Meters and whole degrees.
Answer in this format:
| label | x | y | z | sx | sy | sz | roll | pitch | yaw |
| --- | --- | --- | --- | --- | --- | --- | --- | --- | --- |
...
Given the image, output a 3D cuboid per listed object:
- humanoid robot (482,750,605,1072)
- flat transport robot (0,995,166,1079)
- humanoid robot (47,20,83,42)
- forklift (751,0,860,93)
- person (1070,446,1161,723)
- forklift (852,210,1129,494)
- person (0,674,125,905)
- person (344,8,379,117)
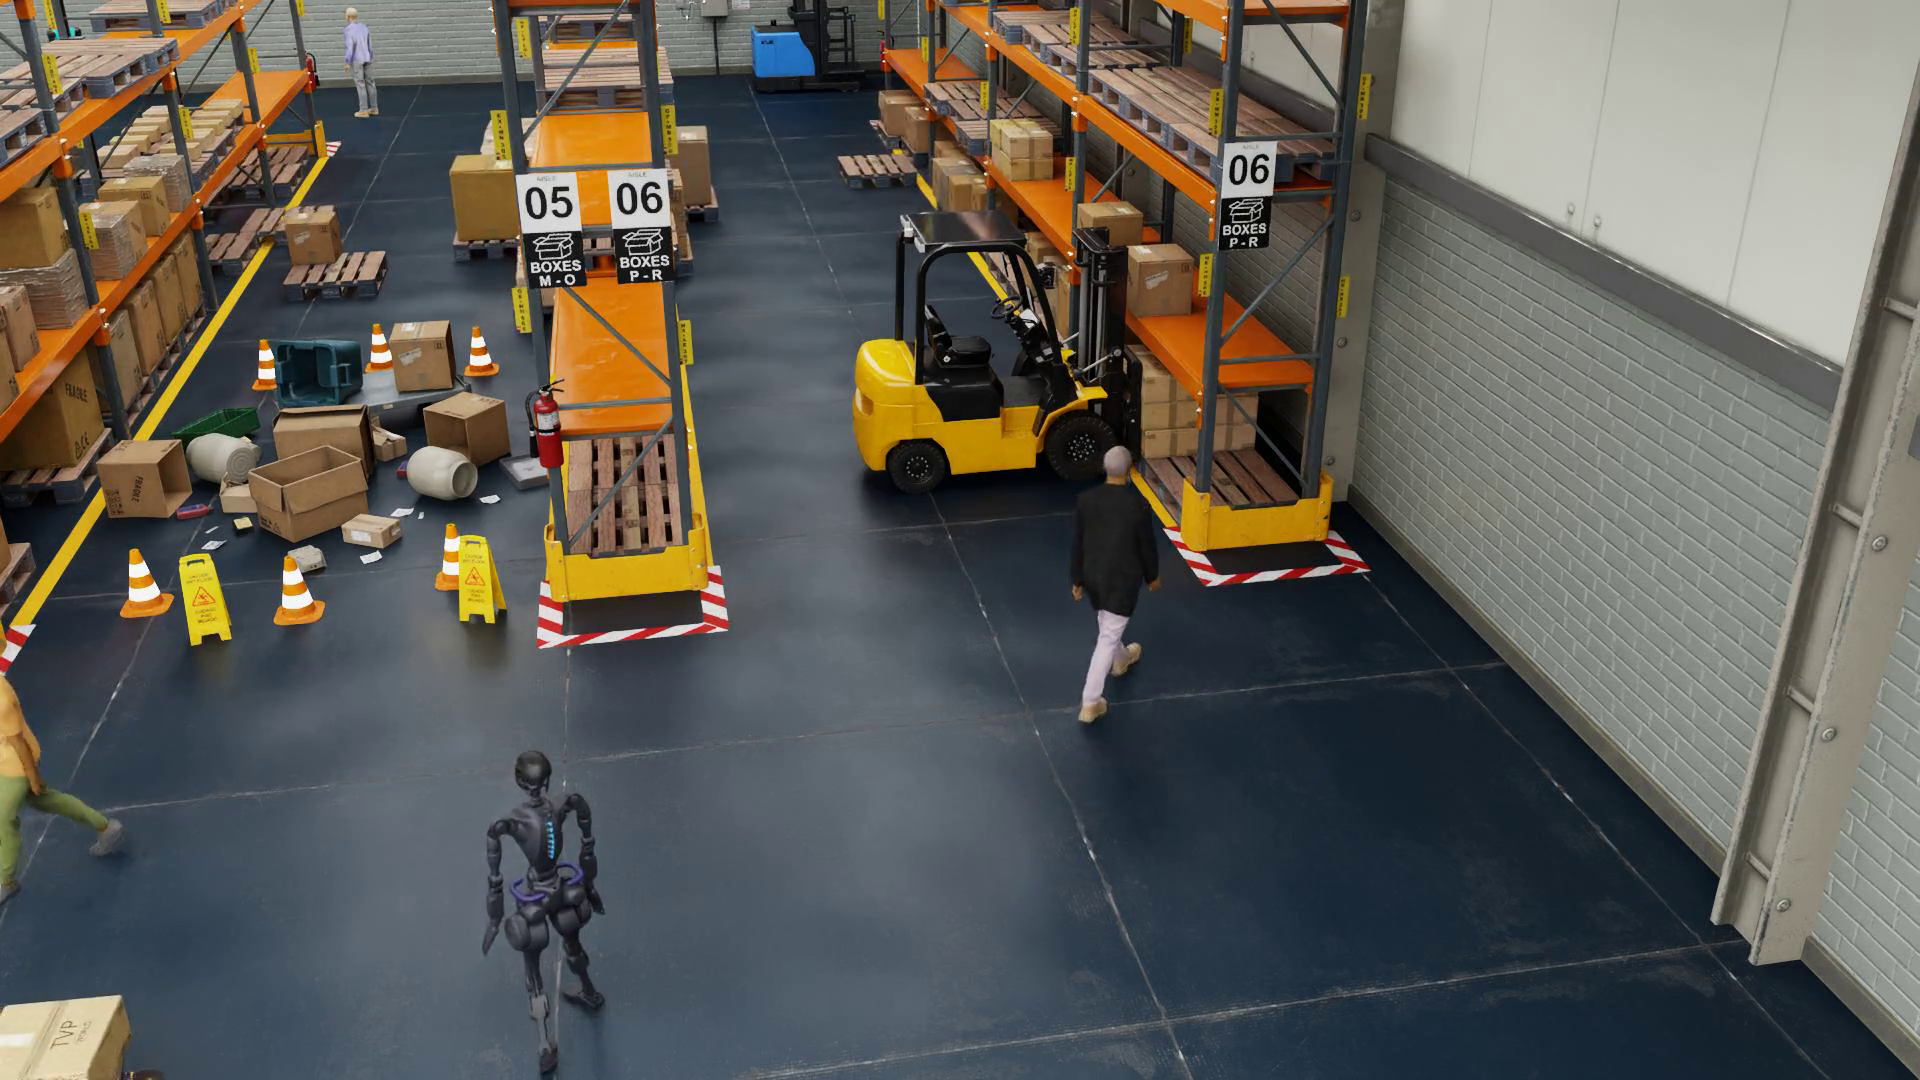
| label | x | y | z | sx | sy | sz | roll | pitch | yaw |
| --- | --- | --- | --- | --- | --- | --- | --- | --- | --- |
| humanoid robot | -2.006 | 1.729 | 7.947 | 0.615 | 1.640 | 0.506 | -21 | 33 | -37 |
| flat transport robot | -4.264 | 2.791 | 7.316 | 1.431 | 0.231 | 0.659 | -10 | 27 | -19 |
| humanoid robot | -14.970 | -7.888 | 27.916 | 0.538 | 1.780 | 1.025 | -22 | 34 | -39 |
| forklift | -2.872 | -9.679 | 30.288 | 1.873 | 2.768 | 1.129 | -5 | 26 | -10 |
| person | 1.017 | 0.239 | 10.862 | 0.528 | 1.806 | 0.998 | 16 | 30 | 29 |
| forklift | 0.216 | -1.659 | 14.366 | 2.313 | 2.155 | 1.214 | -5 | 26 | -10 |
| person | -5.104 | 1.181 | 9.053 | 0.809 | 1.669 | 0.505 | -23 | 34 | -39 |
| person | -10.178 | -8.105 | 28.242 | 0.396 | 1.799 | 0.586 | 13 | 28 | 25 |
